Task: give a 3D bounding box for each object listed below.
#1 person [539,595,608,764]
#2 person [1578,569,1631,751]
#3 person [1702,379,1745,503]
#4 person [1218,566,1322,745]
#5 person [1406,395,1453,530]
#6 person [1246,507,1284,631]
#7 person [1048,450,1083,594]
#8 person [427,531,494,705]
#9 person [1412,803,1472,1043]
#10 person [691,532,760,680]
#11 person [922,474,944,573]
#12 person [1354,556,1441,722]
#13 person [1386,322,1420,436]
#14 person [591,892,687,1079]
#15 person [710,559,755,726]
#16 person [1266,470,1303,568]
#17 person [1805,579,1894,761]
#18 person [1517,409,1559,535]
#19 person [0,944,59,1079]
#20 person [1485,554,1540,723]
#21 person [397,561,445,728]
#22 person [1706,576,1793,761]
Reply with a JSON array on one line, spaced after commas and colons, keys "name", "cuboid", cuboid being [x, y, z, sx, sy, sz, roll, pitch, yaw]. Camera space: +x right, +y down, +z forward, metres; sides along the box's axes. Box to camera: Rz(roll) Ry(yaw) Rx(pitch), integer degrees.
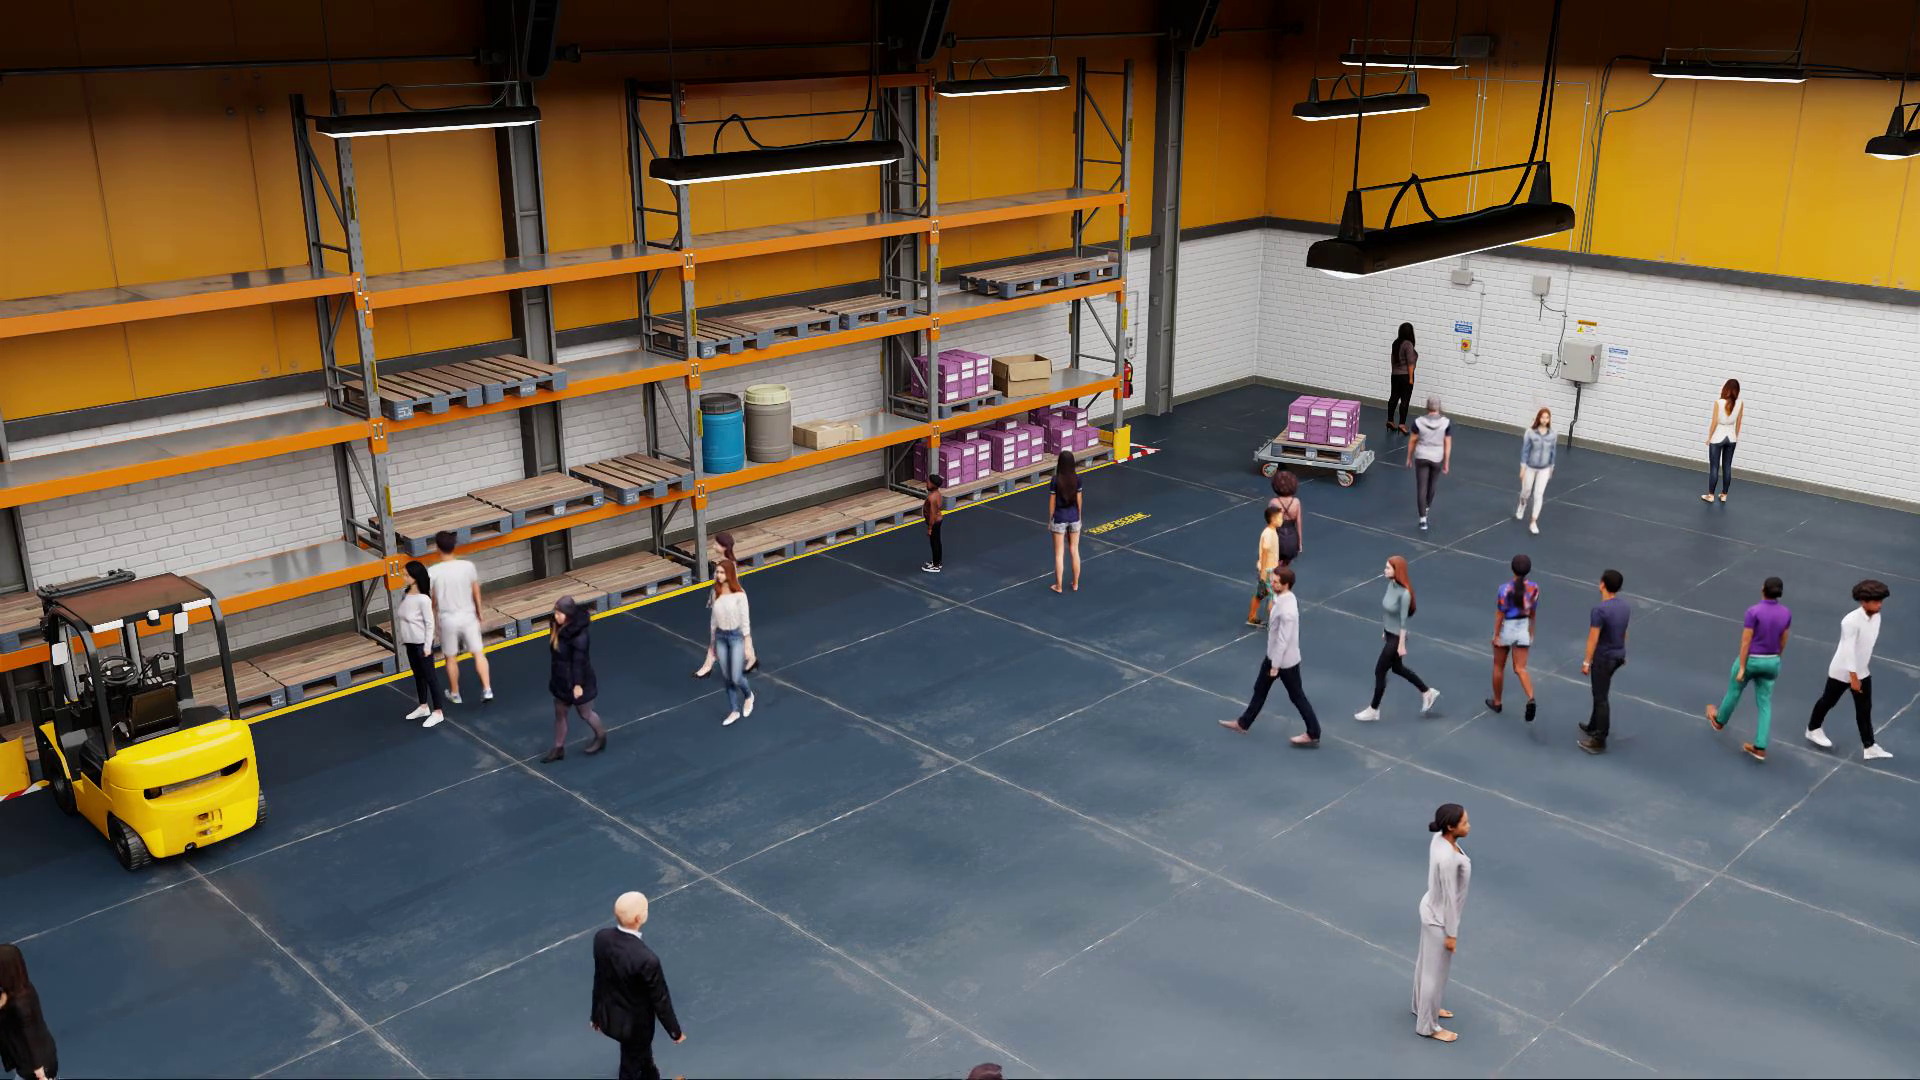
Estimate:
[{"name": "person", "cuboid": [-3.596, 1.296, 15.753, 0.910, 1.652, 0.683, -16, 25, -40]}, {"name": "person", "cuboid": [6.256, 1.160, 15.969, 0.680, 1.774, 0.836, -14, 23, -36]}, {"name": "person", "cuboid": [10.841, -1.413, 23.591, 0.659, 1.785, 0.723, 0, 19, -1]}, {"name": "person", "cuboid": [3.194, 1.152, 15.963, 1.224, 1.794, 1.241, 2, 19, 6]}, {"name": "person", "cuboid": [6.310, -0.999, 22.378, 1.148, 1.775, 1.318, 3, 19, 10]}, {"name": "person", "cuboid": [3.432, 0.328, 18.949, 0.808, 1.449, 0.776, 4, 19, 13]}, {"name": "person", "cuboid": [1.275, -0.225, 20.093, 0.624, 1.766, 0.720, -4, 19, -13]}, {"name": "person", "cuboid": [-5.081, 0.802, 16.903, 0.913, 1.855, 0.928, -16, 24, -39]}, {"name": "person", "cuboid": [3.362, 2.637, 11.644, 0.777, 1.736, 0.681, 3, 19, 8]}, {"name": "person", "cuboid": [-2.357, 0.696, 17.593, 1.047, 1.615, 0.850, -5, 19, -15]}, {"name": "person", "cuboid": [-0.324, -0.225, 20.895, 0.654, 1.254, 0.552, 5, 19, 13]}, {"name": "person", "cuboid": [4.410, 0.999, 16.539, 1.151, 1.715, 1.047, -2, 19, -5]}, {"name": "person", "cuboid": [7.212, -2.641, 27.150, 0.716, 1.841, 0.727, -8, 20, -23]}, {"name": "person", "cuboid": [-2.118, 3.050, 10.357, 0.793, 1.774, 1.010, 14, 23, 36]}, {"name": "person", "cuboid": [-2.229, 0.989, 16.557, 0.692, 1.721, 0.749, 9, 21, 24]}, {"name": "person", "cuboid": [3.727, 0.109, 19.115, 1.076, 1.758, 1.078, -2, 19, -6]}, {"name": "person", "cuboid": [8.425, 1.202, 15.867, 1.123, 1.759, 0.956, -8, 20, -23]}, {"name": "person", "cuboid": [7.745, -0.964, 22.404, 0.904, 1.692, 1.007, 3, 19, 8]}, {"name": "person", "cuboid": [-5.640, 3.165, 10.244, 0.966, 1.628, 0.693, -12, 22, -31]}, {"name": "person", "cuboid": [5.539, 0.997, 16.524, 1.025, 1.727, 1.004, -3, 19, -9]}, {"name": "person", "cuboid": [-5.361, 1.011, 16.526, 0.636, 1.700, 0.580, 15, 24, 37]}, {"name": "person", "cuboid": [7.638, 1.246, 15.795, 1.155, 1.720, 1.174, -2, 19, -6]}]
